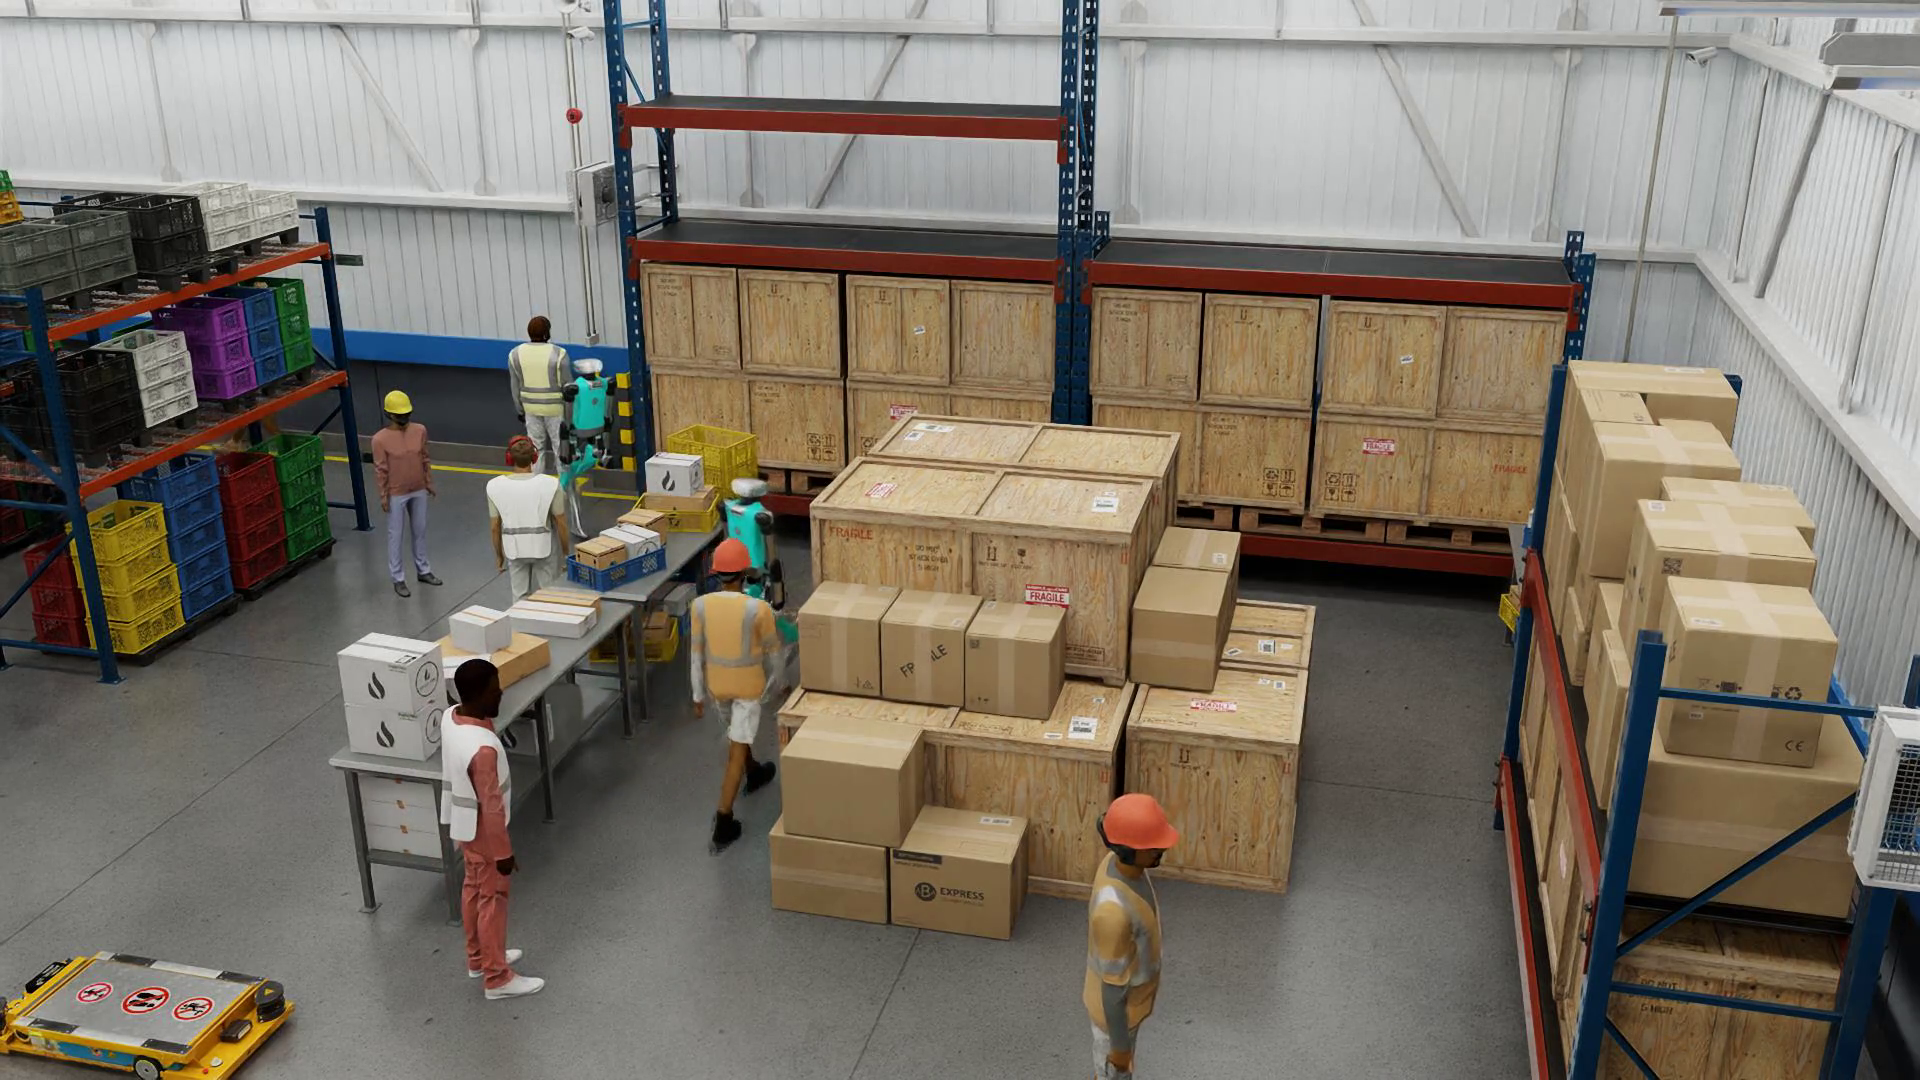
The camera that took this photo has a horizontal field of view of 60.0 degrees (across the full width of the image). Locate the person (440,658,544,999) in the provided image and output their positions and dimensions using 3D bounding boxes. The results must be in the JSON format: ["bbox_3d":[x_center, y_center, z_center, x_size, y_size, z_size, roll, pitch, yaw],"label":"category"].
[{"bbox_3d":[-2.523,1.518,8.767,0.372,1.915,0.593,-13,24,-30],"label":"person"}]

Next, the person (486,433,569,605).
[{"bbox_3d":[-3.230,0.107,12.551,0.568,1.847,0.380,-2,21,-5],"label":"person"}]

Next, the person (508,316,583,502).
[{"bbox_3d":[-4.016,-1.267,16.157,0.621,1.845,0.431,3,21,8],"label":"person"}]

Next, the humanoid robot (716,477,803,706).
[{"bbox_3d":[-1.282,0.321,12.189,0.544,1.792,0.919,17,27,37],"label":"humanoid robot"}]

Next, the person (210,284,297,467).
[{"bbox_3d":[-7.391,-1.716,17.158,1.111,1.981,0.608,5,22,13],"label":"person"}]

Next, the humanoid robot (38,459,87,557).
[{"bbox_3d":[-7.497,-0.314,13.875,0.605,1.655,0.336,15,26,34],"label":"humanoid robot"}]

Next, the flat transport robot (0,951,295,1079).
[{"bbox_3d":[-4.270,2.464,8.601,1.431,0.231,0.659,5,22,13],"label":"flat transport robot"}]

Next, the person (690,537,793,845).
[{"bbox_3d":[-1.398,0.903,10.433,0.555,1.886,1.022,7,22,19],"label":"person"}]

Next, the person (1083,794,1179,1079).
[{"bbox_3d":[0.732,2.017,7.284,0.375,2.045,0.605,4,21,10],"label":"person"}]

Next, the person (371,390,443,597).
[{"bbox_3d":[-4.655,-0.410,14.017,0.328,1.768,0.525,17,26,37],"label":"person"}]

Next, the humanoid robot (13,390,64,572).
[{"bbox_3d":[-7.915,-0.489,14.343,0.596,1.653,0.319,17,27,37],"label":"humanoid robot"}]

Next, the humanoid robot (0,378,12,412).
[{"bbox_3d":[-9.529,-1.204,16.169,0.546,1.779,0.875,12,24,29],"label":"humanoid robot"}]

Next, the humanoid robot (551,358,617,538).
[{"bbox_3d":[-3.530,-0.802,15.203,0.877,1.847,0.560,19,28,40],"label":"humanoid robot"}]
